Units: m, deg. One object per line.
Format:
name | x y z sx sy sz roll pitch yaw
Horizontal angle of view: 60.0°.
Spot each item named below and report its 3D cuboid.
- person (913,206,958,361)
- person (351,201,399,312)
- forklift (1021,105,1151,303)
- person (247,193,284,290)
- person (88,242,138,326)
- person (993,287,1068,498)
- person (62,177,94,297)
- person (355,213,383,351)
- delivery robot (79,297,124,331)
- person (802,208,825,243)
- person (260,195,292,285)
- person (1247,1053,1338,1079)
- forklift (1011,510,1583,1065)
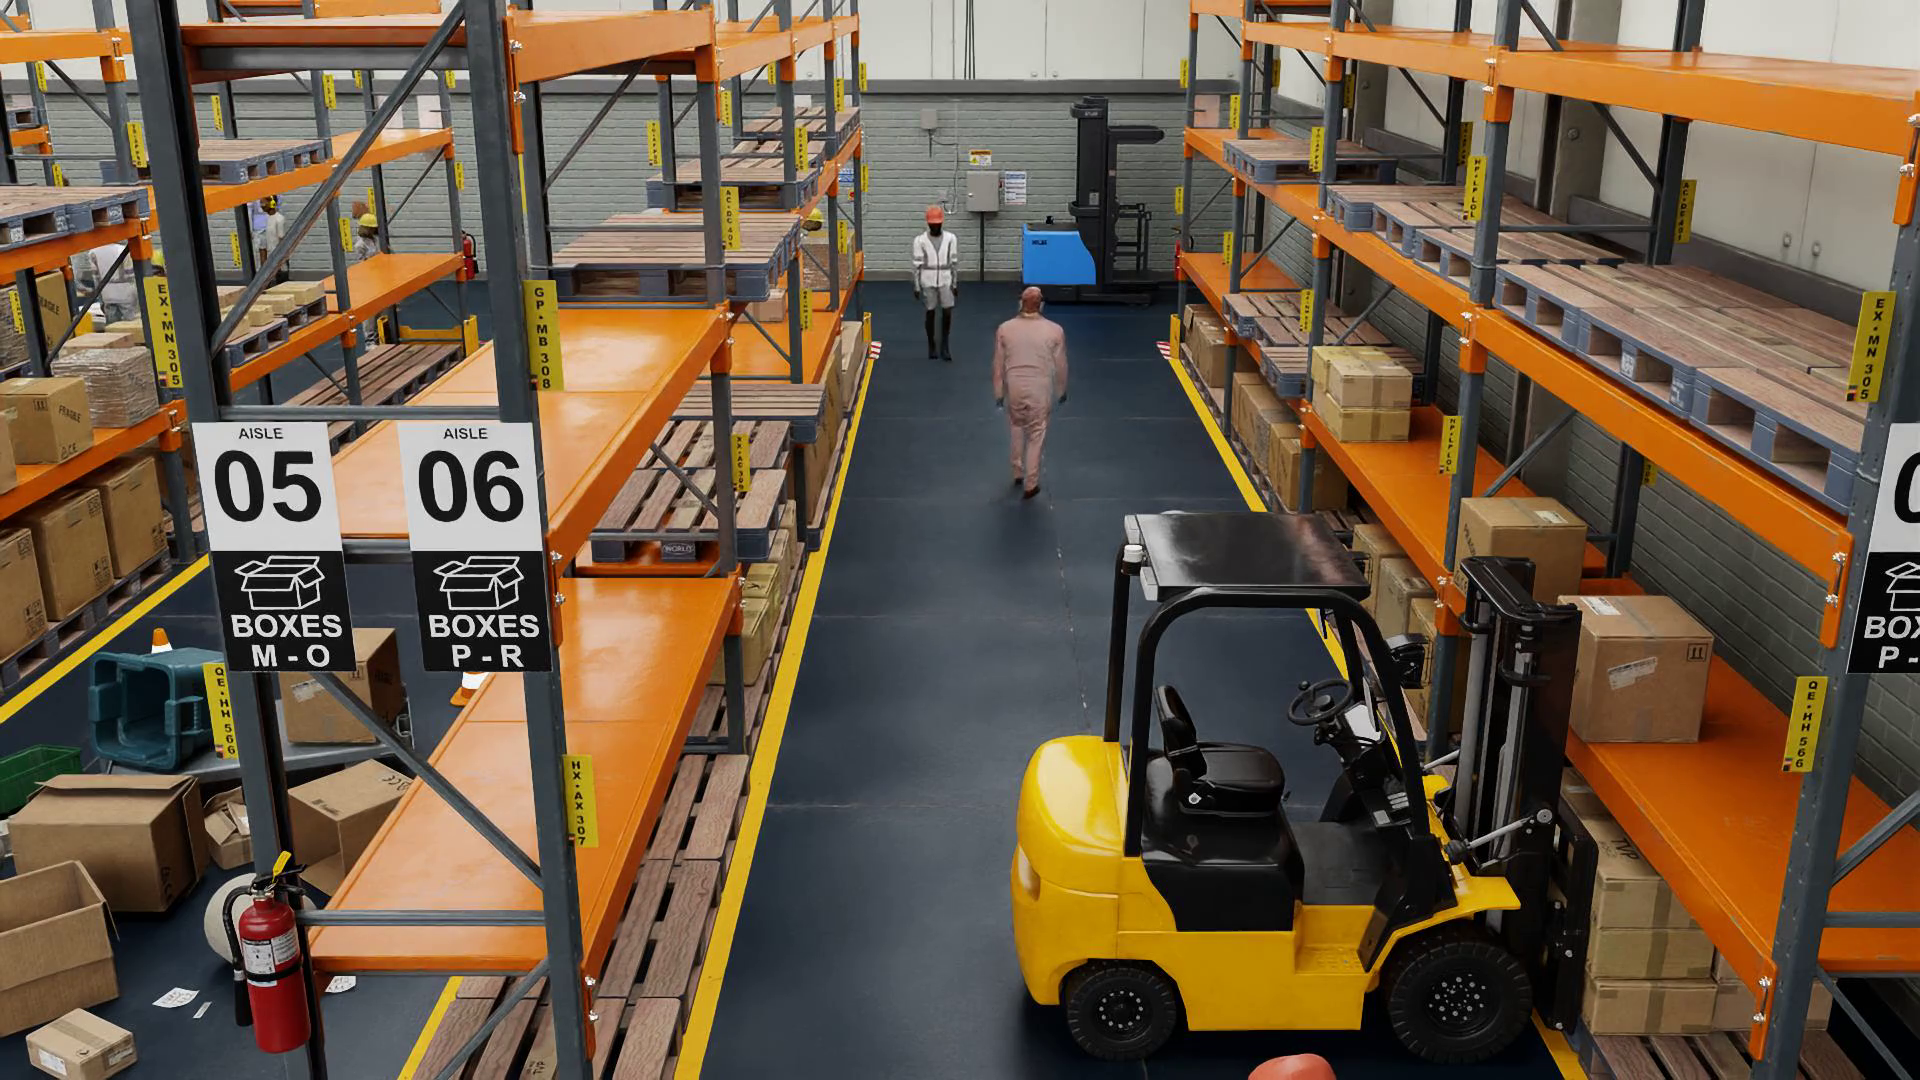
person | -0.288 -3.149 20.531 0.569 1.908 0.750 -3 19 -9
person | -8.478 -4.028 23.695 0.845 1.586 0.514 -6 19 -18
forklift | 1.857 -4.944 24.441 1.873 2.768 1.129 0 18 0
person | -10.675 -4.831 25.567 0.552 1.942 0.340 -13 22 -34
person | -9.910 -2.857 19.628 0.543 1.929 0.387 2 18 5
person | 0.669 -1.378 15.242 0.653 1.876 0.863 5 19 16
person | -13.306 -4.522 24.862 0.432 1.803 0.707 -3 19 -9
person | -7.465 -3.284 21.204 0.324 1.742 0.492 3 19 10
delivery robot | -11.306 -2.969 21.966 0.707 0.478 0.477 5 19 16
person | -1.910 -3.473 21.798 0.320 1.731 0.489 0 18 -1
person | -9.251 -3.805 22.607 0.333 1.859 0.508 -14 23 -37
person | 0.773 2.187 4.195 0.388 2.039 0.616 -9 20 -25
forklift | 1.387 1.055 7.378 2.313 2.155 1.214 0 18 0
